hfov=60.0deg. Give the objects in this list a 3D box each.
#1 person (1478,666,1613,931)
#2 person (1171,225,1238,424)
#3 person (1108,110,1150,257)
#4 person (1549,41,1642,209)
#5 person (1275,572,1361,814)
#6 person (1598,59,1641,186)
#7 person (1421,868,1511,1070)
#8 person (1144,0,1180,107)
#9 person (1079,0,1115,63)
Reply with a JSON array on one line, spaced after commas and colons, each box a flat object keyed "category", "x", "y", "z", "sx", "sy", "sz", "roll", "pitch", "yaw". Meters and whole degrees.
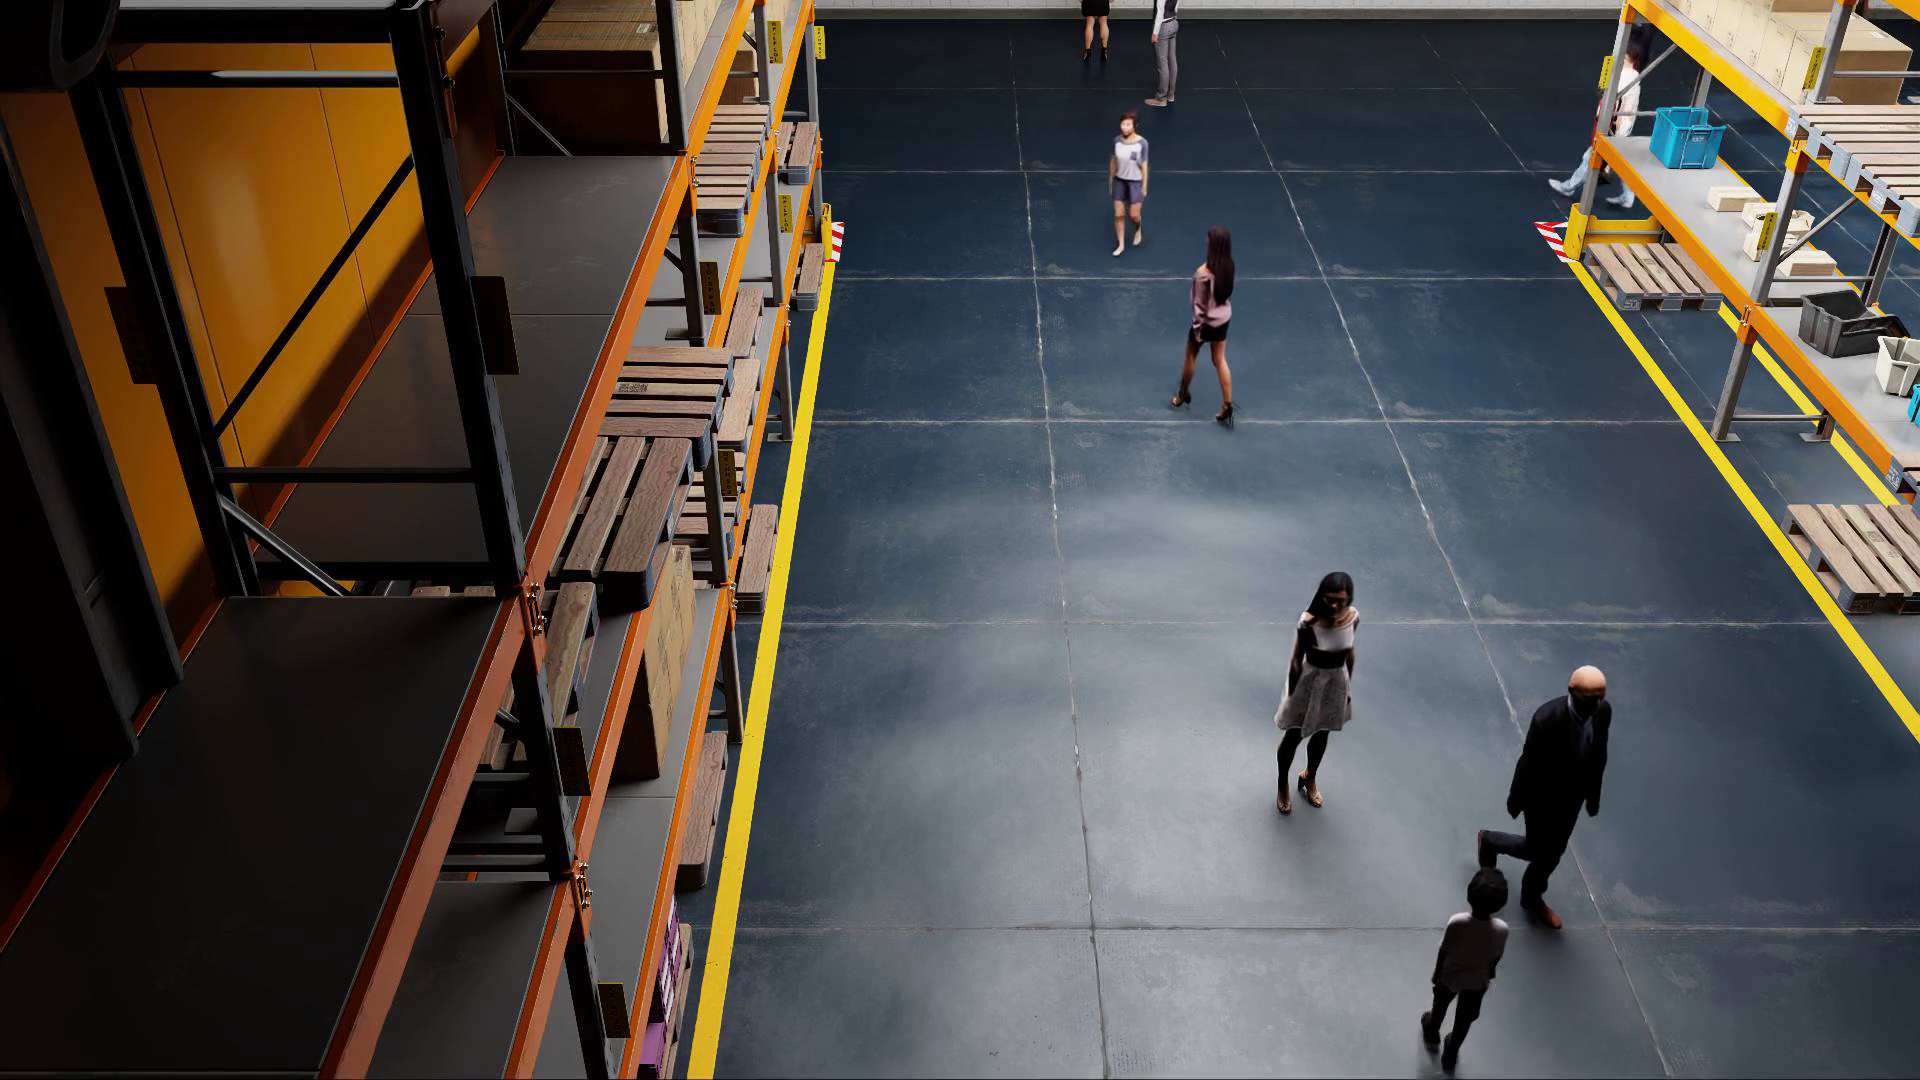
[{"category": "person", "x": 3.333, "y": 1.378, "z": 9.449, "sx": 0.861, "sy": 1.785, "sz": 1.000, "roll": -11, "pitch": 35, "yaw": -16}, {"category": "person", "x": 2.220, "y": -1.826, "z": 14.263, "sx": 0.898, "sy": 1.791, "sz": 0.994, "roll": -23, "pitch": 40, "yaw": -30}, {"category": "person", "x": 1.787, "y": -3.747, "z": 17.371, "sx": 0.708, "sy": 1.549, "sz": 0.770, "roll": 16, "pitch": 37, "yaw": 22}, {"category": "person", "x": 7.288, "y": -4.510, "z": 18.286, "sx": 1.219, "sy": 1.808, "sz": 1.201, "roll": 26, "pitch": 41, "yaw": 33}, {"category": "person", "x": 2.182, "y": 0.930, "z": 10.134, "sx": 0.713, "sy": 1.773, "sz": 0.715, "roll": -8, "pitch": 34, "yaw": -12}, {"category": "person", "x": 7.455, "y": -4.738, "z": 18.928, "sx": 0.711, "sy": 1.478, "sz": 0.772, "roll": 26, "pitch": 42, "yaw": 34}, {"category": "person", "x": 2.623, "y": 2.264, "z": 8.606, "sx": 0.550, "sy": 1.242, "sz": 0.610, "roll": 7, "pitch": 34, "yaw": 10}, {"category": "person", "x": 2.626, "y": -6.543, "z": 21.227, "sx": 0.804, "sy": 1.938, "sz": 0.712, "roll": 22, "pitch": 40, "yaw": 30}, {"category": "person", "x": 1.867, "y": -7.410, "z": 22.731, "sx": 0.687, "sy": 1.717, "sz": 0.624, "roll": -4, "pitch": 34, "yaw": -6}]
